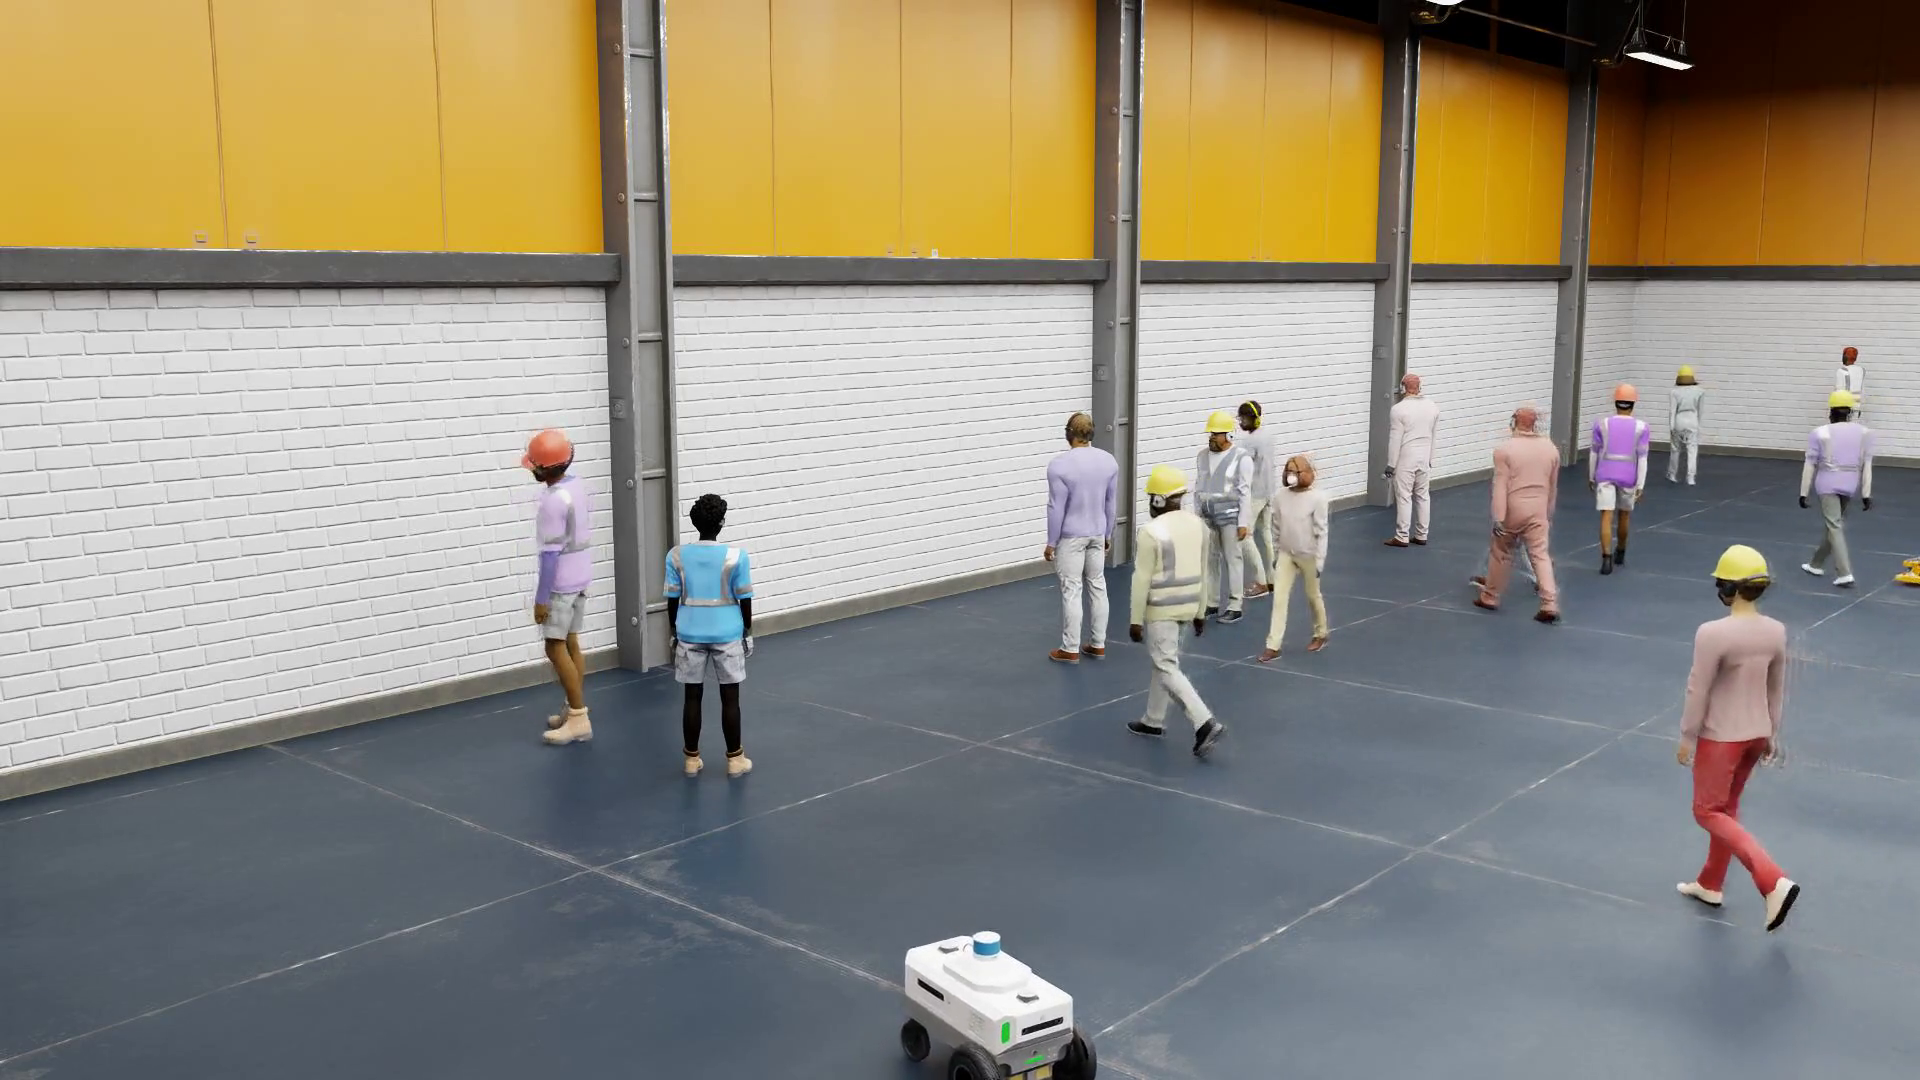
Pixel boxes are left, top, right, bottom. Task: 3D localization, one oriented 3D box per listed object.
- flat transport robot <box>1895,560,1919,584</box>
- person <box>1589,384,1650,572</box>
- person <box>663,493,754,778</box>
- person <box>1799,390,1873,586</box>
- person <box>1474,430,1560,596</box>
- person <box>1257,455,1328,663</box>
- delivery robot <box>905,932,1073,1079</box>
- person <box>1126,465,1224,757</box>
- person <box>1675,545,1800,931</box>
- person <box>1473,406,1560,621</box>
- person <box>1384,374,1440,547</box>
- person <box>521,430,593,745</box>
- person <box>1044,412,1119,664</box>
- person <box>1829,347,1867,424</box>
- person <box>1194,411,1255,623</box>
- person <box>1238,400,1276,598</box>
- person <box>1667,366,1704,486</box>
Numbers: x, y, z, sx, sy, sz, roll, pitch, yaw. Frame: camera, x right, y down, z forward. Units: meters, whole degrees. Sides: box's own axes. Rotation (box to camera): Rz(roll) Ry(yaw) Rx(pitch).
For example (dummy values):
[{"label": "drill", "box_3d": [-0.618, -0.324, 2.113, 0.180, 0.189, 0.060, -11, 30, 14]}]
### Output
[{"label": "flat transport robot", "box_3d": [9.752, 0.281, 16.133, 1.431, 0.197, 0.652, -7, 11, -36]}, {"label": "person", "box_3d": [6.654, -0.632, 16.820, 0.546, 1.890, 0.996, 3, 10, 18]}, {"label": "person", "box_3d": [-1.476, 0.570, 9.857, 0.540, 1.695, 0.317, 1, 9, 7]}, {"label": "person", "box_3d": [8.476, -0.513, 16.105, 0.600, 1.881, 1.015, 0, 9, -1]}, {"label": "person", "box_3d": [5.209, -0.274, 15.516, 0.868, 1.574, 0.514, 9, 13, 44]}, {"label": "person", "box_3d": [2.642, 0.129, 12.963, 0.512, 1.589, 0.841, 8, 12, 40]}, {"label": "delivery robot", "box_3d": [0.097, 1.687, 6.121, 0.477, 0.478, 0.707, -6, 11, -33]}, {"label": "person", "box_3d": [1.352, 0.435, 10.392, 0.599, 1.805, 0.839, -8, 12, -41]}, {"label": "person", "box_3d": [3.586, 0.902, 7.594, 0.523, 1.748, 0.686, -4, 10, -25]}, {"label": "person", "box_3d": [4.903, -0.236, 14.471, 0.649, 1.857, 1.021, -2, 9, -12]}, {"label": "person", "box_3d": [4.927, -0.868, 18.258, 0.640, 1.901, 0.401, -4, 10, -26]}, {"label": "person", "box_3d": [-2.531, 0.292, 10.660, 0.418, 2.003, 0.670, 1, 9, 4]}, {"label": "person", "box_3d": [0.917, -0.015, 12.772, 0.628, 1.940, 0.373, -6, 11, -31]}, {"label": "person", "box_3d": [13.584, -2.010, 25.473, 0.572, 1.883, 0.354, -3, 10, -20]}, {"label": "person", "box_3d": [2.240, -0.199, 14.305, 0.404, 1.824, 0.586, -9, 13, -44]}, {"label": "person", "box_3d": [2.777, -0.383, 15.426, 0.380, 1.836, 0.595, 6, 11, 33]}, {"label": "person", "box_3d": [10.343, -1.633, 23.722, 0.481, 1.685, 0.935, 2, 9, 12]}]
